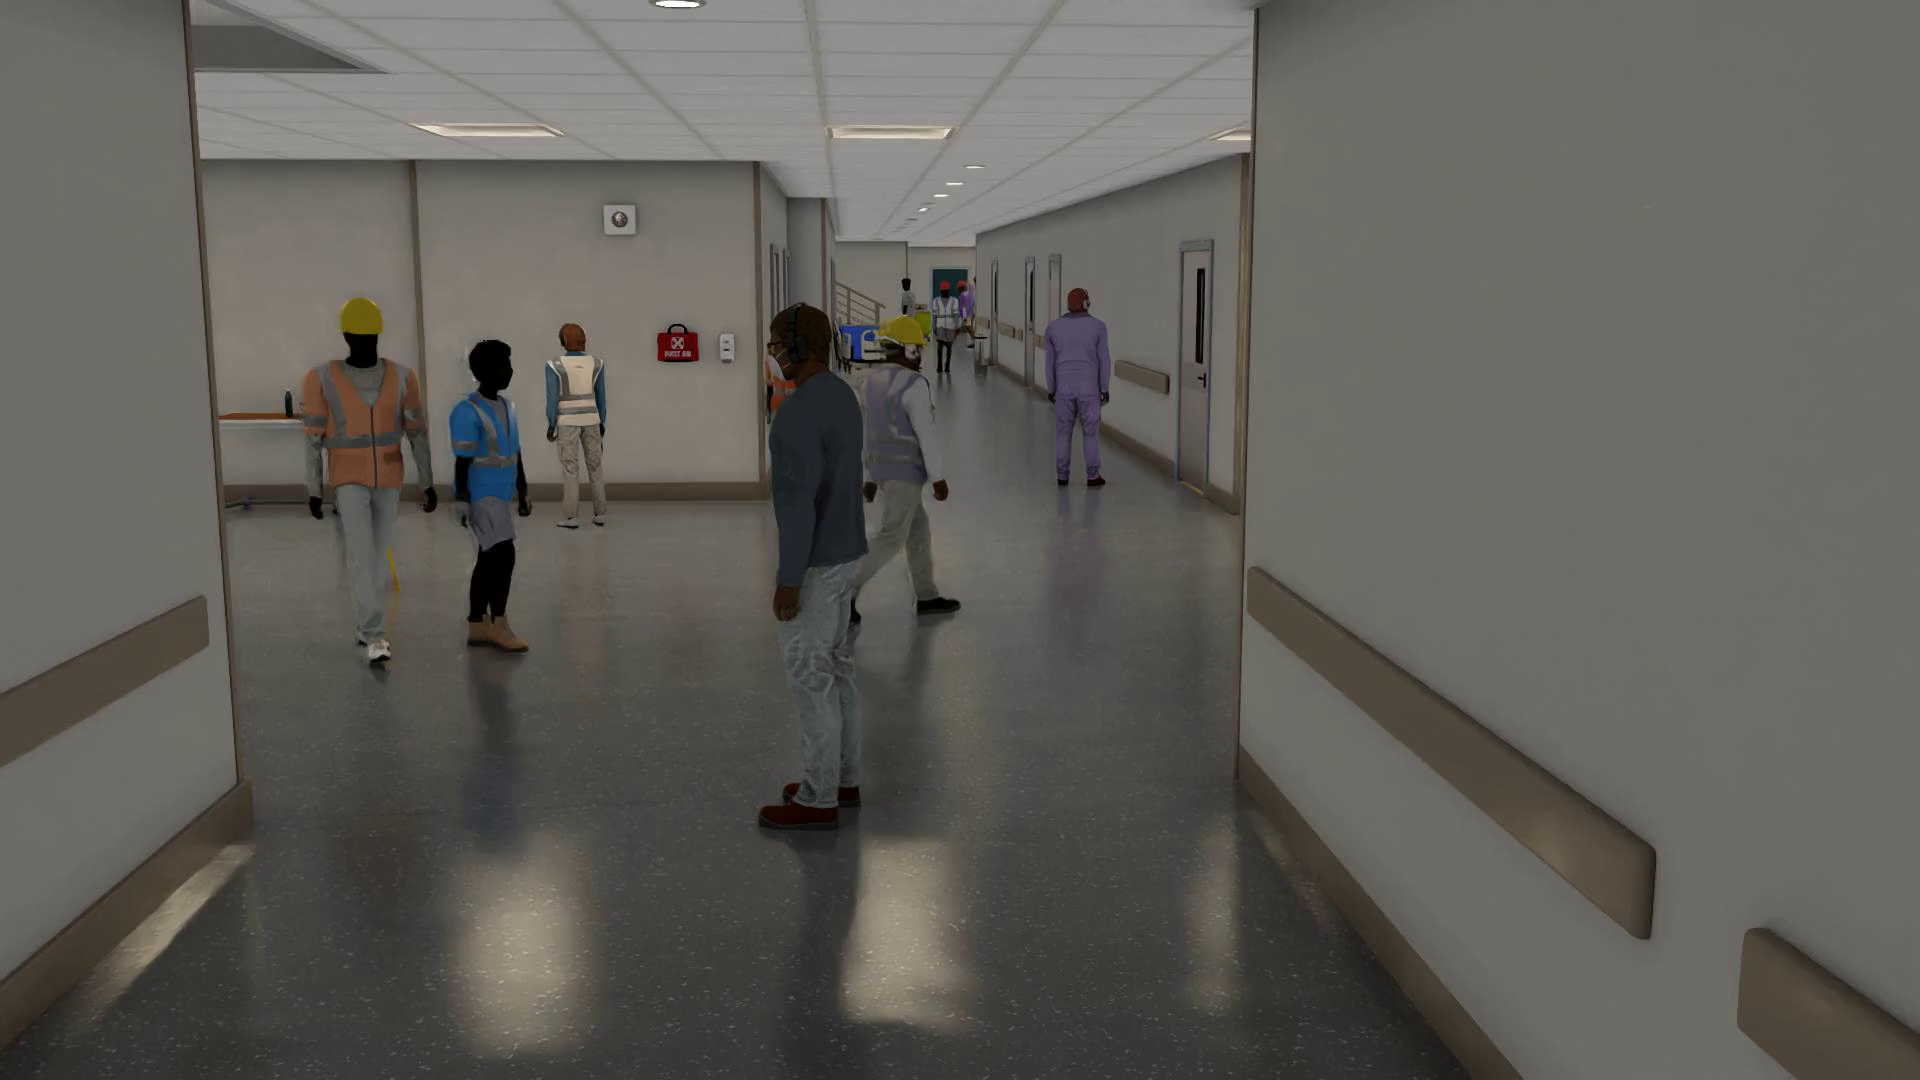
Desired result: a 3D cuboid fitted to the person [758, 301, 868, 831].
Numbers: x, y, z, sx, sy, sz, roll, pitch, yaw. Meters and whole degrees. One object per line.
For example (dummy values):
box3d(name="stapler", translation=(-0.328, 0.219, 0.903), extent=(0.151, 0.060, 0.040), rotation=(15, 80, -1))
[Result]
box3d(name="person", translation=(-0.530, 0.093, 6.141), extent=(0.371, 1.929, 0.636), rotation=(2, 9, 10))

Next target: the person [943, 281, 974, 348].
box3d(name="person", translation=(0.017, -6.253, 46.172), extent=(1.063, 1.856, 0.546), rotation=(3, 9, 16))

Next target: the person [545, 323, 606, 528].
box3d(name="person", translation=(-3.074, -0.912, 13.341), extent=(0.515, 1.640, 0.315), rotation=(-7, 11, -37))

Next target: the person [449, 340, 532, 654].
box3d(name="person", translation=(-2.457, -0.229, 8.903), extent=(0.588, 1.672, 0.553), rotation=(2, 9, 13))

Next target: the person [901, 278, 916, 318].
box3d(name="person", translation=(-1.359, -5.850, 43.378), extent=(0.388, 1.952, 0.614), rotation=(3, 10, 19))

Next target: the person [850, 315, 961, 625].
box3d(name="person", translation=(-0.410, -0.404, 9.686), extent=(0.880, 1.798, 0.592), rotation=(-5, 10, -27))

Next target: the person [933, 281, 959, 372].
box3d(name="person", translation=(-0.298, -4.435, 34.622), extent=(0.557, 1.896, 0.893), rotation=(0, 9, 2))

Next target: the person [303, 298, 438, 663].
box3d(name="person", translation=(-3.062, -0.310, 8.729), extent=(0.605, 1.892, 0.861), rotation=(-7, 11, -38))

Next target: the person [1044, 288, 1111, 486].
box3d(name="person", translation=(1.143, -1.466, 16.008), extent=(0.636, 1.902, 0.406), rotation=(3, 9, 17))
